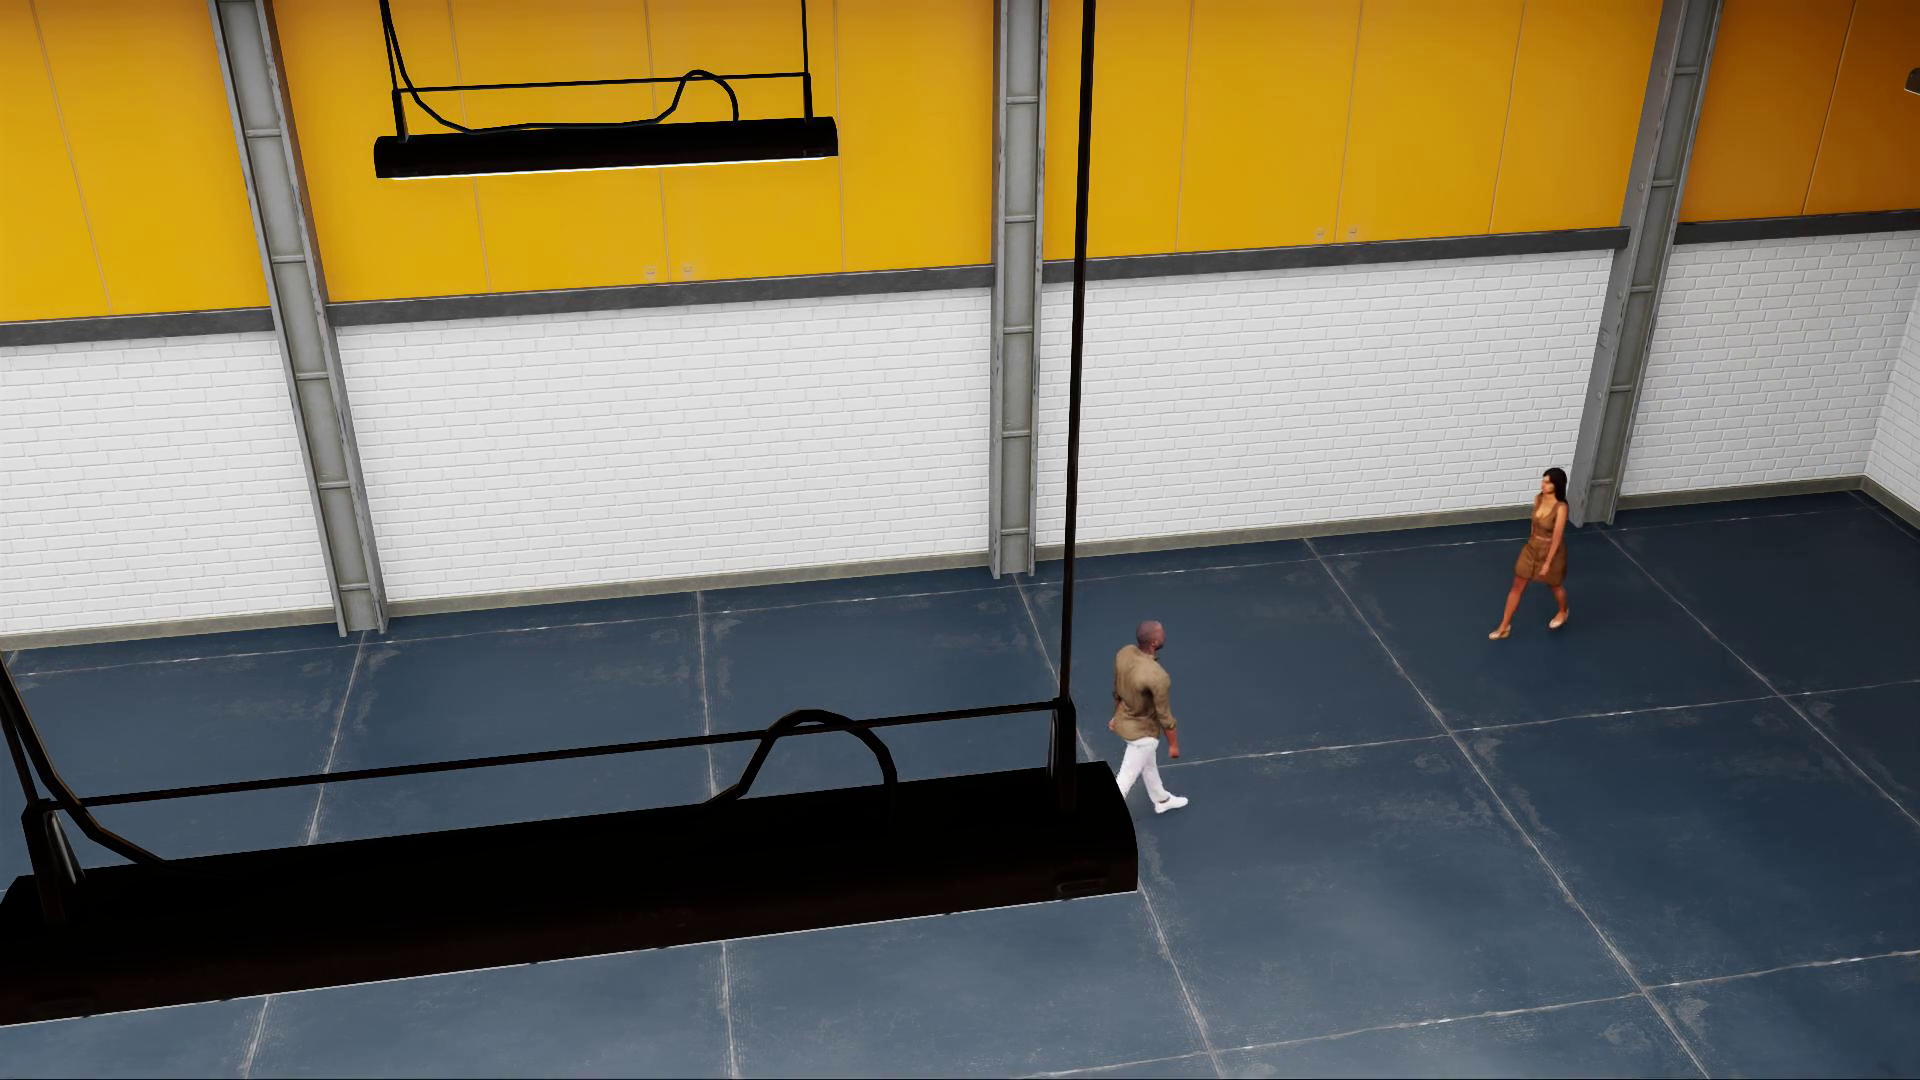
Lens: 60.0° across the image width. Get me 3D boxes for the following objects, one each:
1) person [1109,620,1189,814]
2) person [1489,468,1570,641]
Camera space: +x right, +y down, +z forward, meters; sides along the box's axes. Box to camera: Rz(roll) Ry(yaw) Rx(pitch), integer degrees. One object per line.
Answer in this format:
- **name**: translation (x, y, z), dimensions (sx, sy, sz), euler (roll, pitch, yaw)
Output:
- **person**: translation (1.230, 1.425, 12.087), dimensions (1.266, 1.780, 0.959), euler (-13, 31, -22)
- **person**: translation (5.188, 0.142, 14.576), dimensions (1.119, 1.648, 0.781), euler (-14, 31, -23)
